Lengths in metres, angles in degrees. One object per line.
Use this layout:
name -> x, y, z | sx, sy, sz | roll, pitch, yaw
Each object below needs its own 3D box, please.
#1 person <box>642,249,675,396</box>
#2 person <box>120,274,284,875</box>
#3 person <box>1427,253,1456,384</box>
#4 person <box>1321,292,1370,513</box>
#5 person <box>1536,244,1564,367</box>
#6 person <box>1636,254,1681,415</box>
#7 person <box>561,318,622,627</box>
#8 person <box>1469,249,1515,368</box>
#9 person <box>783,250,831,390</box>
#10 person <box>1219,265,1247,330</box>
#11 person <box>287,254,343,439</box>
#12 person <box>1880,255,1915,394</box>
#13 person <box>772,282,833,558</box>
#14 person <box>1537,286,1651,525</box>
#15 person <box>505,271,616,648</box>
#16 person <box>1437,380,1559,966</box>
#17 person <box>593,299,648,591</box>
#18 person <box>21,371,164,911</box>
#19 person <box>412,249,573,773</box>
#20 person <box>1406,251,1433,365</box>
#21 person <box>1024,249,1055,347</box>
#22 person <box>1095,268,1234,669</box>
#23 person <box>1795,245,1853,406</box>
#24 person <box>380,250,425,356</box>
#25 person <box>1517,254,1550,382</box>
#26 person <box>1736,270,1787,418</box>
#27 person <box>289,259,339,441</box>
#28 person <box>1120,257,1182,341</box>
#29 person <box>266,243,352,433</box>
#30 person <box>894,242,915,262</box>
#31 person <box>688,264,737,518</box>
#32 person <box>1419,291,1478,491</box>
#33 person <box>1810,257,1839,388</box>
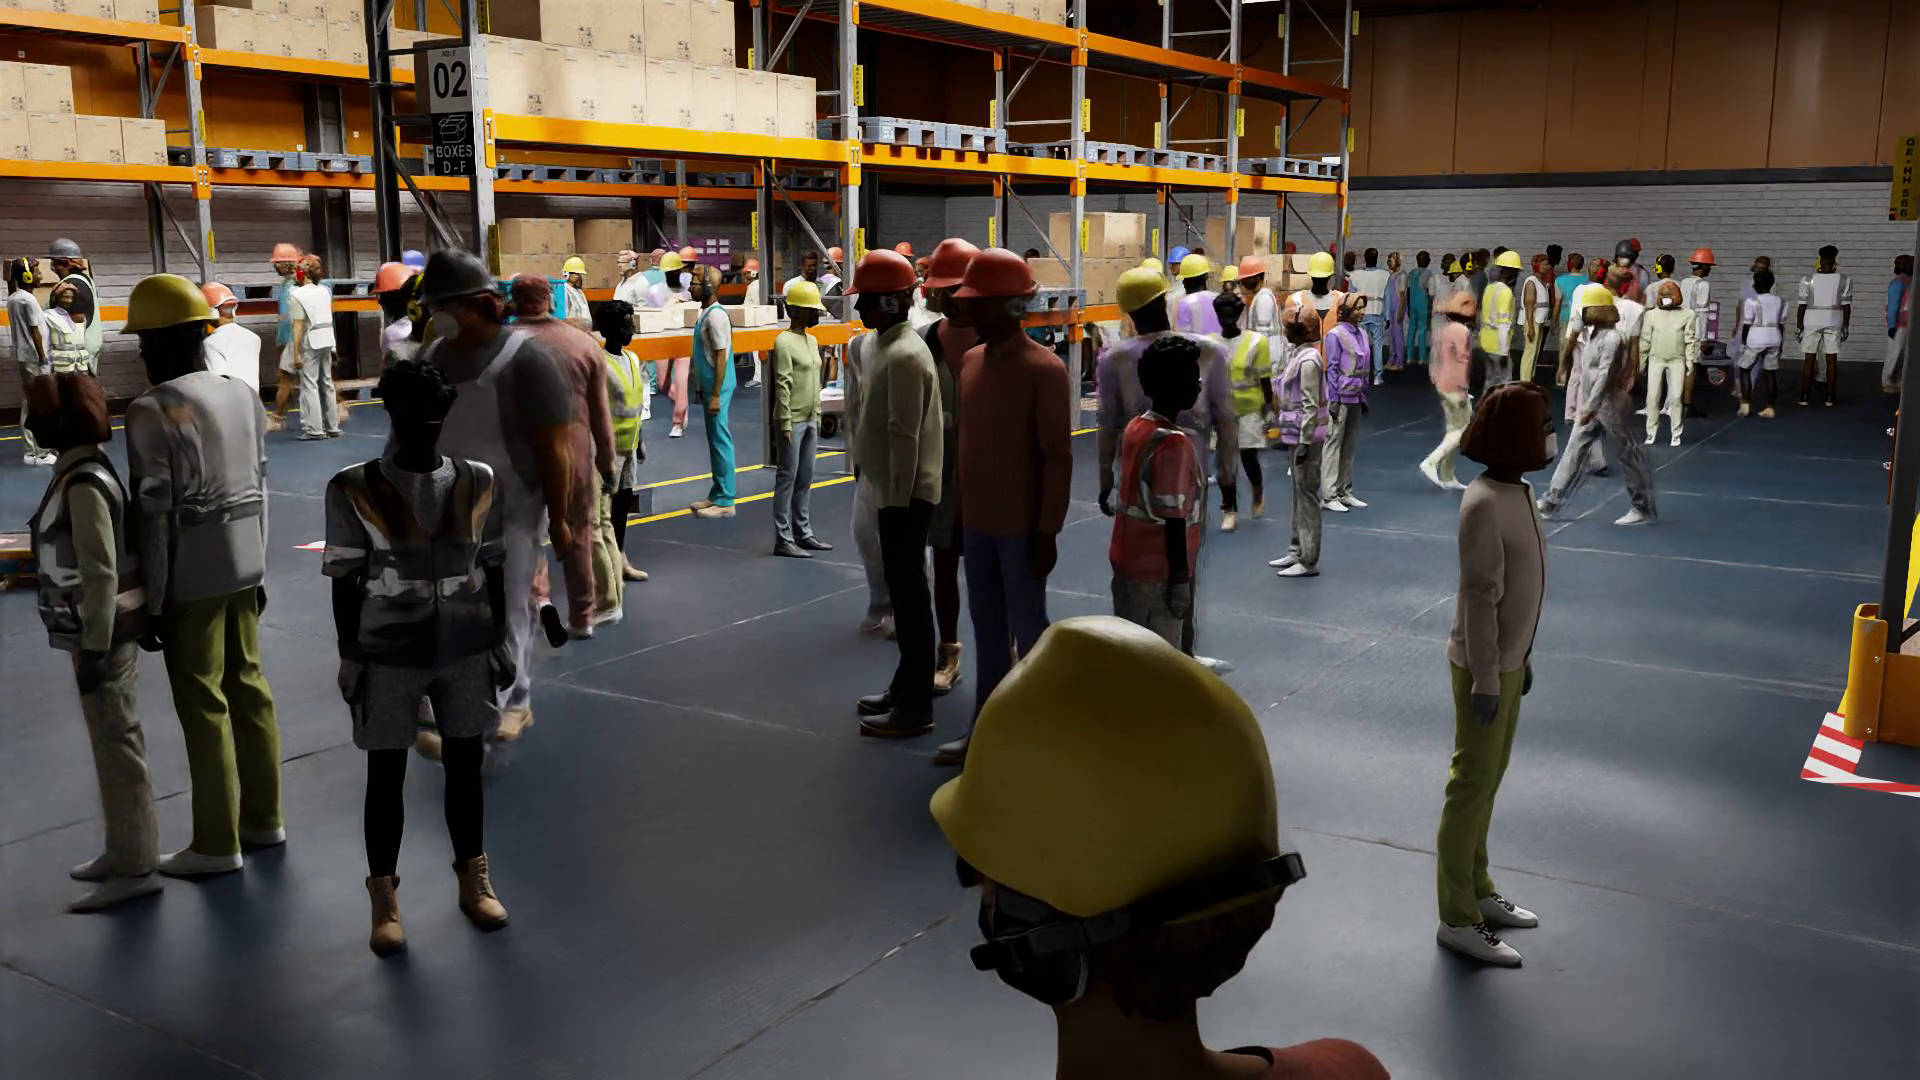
person -> -3.899, -2.829, 21.678 | 0.642, 1.909, 0.399 | 0, 10, -1
person -> -2.445, 0.115, 5.345 | 0.391, 1.918, 0.580 | 2, 10, 13
person -> 6.842, -3.115, 23.450 | 0.503, 1.840, 0.341 | 2, 10, 9
person -> 2.899, -1.037, 12.485 | 0.309, 1.641, 0.511 | 9, 13, 40
person -> 9.463, -3.770, 26.750 | 0.370, 1.957, 0.606 | 3, 11, 16
person -> 8.105, -2.356, 19.200 | 0.510, 1.860, 0.333 | -2, 10, -9
person -> -1.967, -0.351, 8.745 | 0.326, 1.622, 0.537 | 1, 10, 3
person -> 7.942, -3.484, 25.370 | 1.007, 1.882, 0.653 | 2, 10, 9
person -> -1.694, -2.260, 18.530 | 0.608, 1.909, 0.400 | -6, 12, -32
person -> 2.912, -2.031, 17.685 | 0.365, 1.758, 0.556 | 2, 10, 12
person -> -6.591, -1.965, 17.008 | 0.364, 1.881, 0.624 | 3, 11, 18
person -> 12.509, -2.840, 21.984 | 0.688, 1.827, 0.432 | -5, 11, -26
person -> -1.015, -0.767, 10.672 | 0.339, 1.761, 0.524 | 4, 11, 21
person -> 4.508, -0.941, 11.803 | 0.942, 1.688, 0.495 | 0, 10, -1
person -> -2.035, -0.380, 8.210 | 0.697, 1.876, 0.676 | -4, 11, -21
person -> 1.535, 0.363, 4.738 | 0.280, 1.636, 0.500 | 5, 12, 28
person -> -2.008, -0.548, 9.651 | 0.322, 1.688, 0.536 | 3, 11, 16
person -> -2.640, 0.301, 5.080 | 0.310, 1.636, 0.522 | -6, 12, -28
person -> -1.922, -0.136, 6.384 | 0.702, 2.000, 0.916 | 5, 11, 26
person -> 7.474, -3.762, 27.015 | 0.350, 1.847, 0.506 | -6, 12, -32
person -> 0.865, -2.574, 20.234 | 0.599, 1.917, 0.377 | -3, 11, -16
person -> 0.918, -0.292, 7.675 | 0.696, 1.890, 0.404 | 1, 10, 7
person -> 10.578, -2.625, 20.388 | 0.603, 1.963, 0.368 | 5, 11, 26
person -> -5.120, -1.751, 15.628 | 0.615, 1.933, 0.591 | -5, 11, -25
person -> 7.363, -2.741, 21.353 | 0.377, 1.844, 0.569 | 6, 12, 30
person -> 9.141, -2.222, 18.959 | 0.542, 1.680, 0.390 | -2, 10, -13
person -> -6.538, -1.921, 16.848 | 0.396, 1.836, 0.577 | 3, 11, 15
person -> 1.831, -1.743, 15.784 | 0.622, 1.871, 1.007 | 0, 10, 1
person -> -7.014, -2.141, 17.642 | 1.055, 1.996, 0.627 | -7, 12, -34
person -> -0.775, -2.990, 22.330 | 0.391, 1.990, 0.619 | 3, 11, 16
person -> -1.811, -1.081, 12.162 | 0.351, 1.846, 0.507 | -2, 10, -13
person -> 3.965, -1.192, 13.382 | 0.391, 1.615, 0.523 | 0, 10, 0
person -> 11.865, -2.994, 22.832 | 0.403, 1.824, 0.591 | 4, 11, 23
